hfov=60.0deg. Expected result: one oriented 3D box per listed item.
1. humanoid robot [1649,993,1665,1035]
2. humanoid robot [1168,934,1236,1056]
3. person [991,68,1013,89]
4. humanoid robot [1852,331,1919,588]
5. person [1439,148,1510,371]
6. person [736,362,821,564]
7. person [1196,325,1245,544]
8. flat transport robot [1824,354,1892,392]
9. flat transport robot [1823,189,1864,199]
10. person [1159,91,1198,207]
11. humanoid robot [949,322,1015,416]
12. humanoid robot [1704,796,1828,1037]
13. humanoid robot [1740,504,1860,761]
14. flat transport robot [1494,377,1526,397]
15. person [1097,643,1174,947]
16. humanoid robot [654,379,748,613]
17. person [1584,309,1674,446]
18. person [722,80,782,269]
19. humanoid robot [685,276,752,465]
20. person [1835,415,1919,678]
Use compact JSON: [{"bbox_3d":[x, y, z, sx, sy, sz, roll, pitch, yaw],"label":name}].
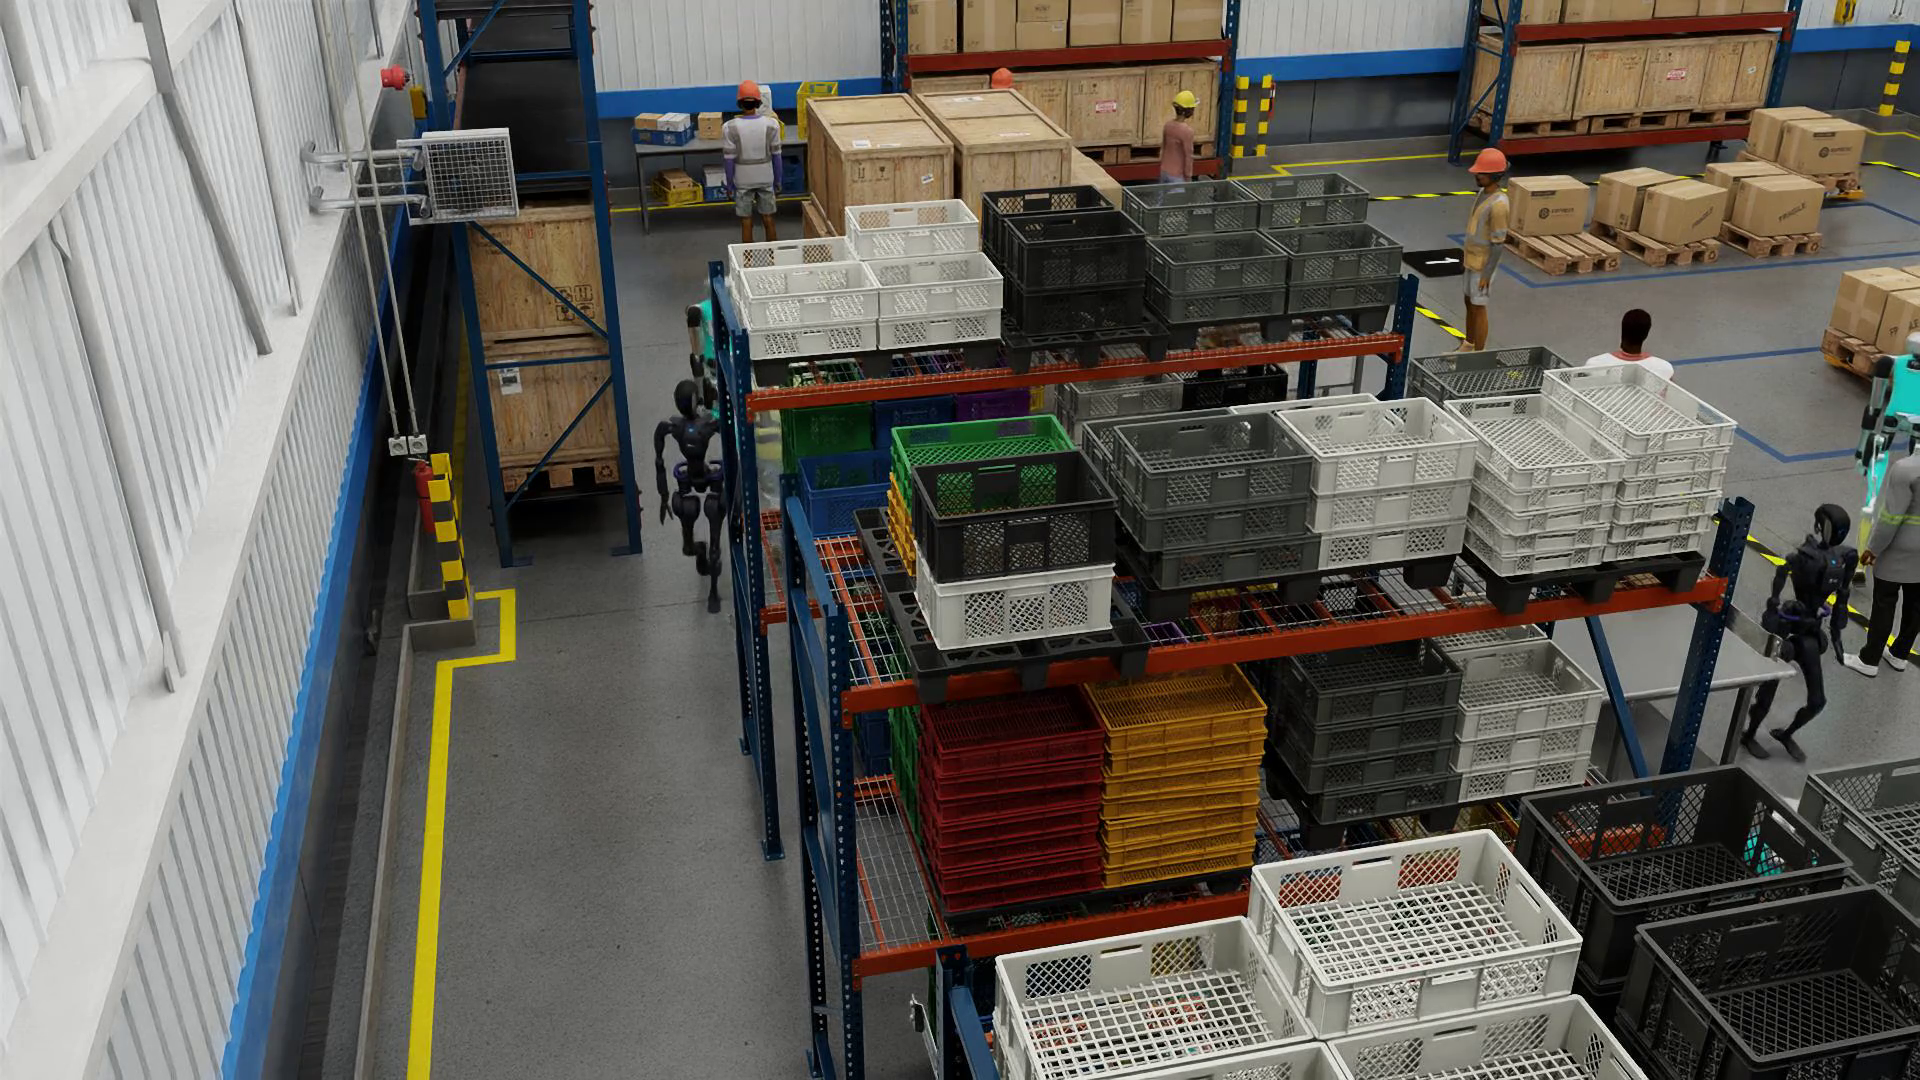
[{"bbox_3d":[2.555,2.279,6.205,0.369,1.643,0.593,-6,28,-11],"label":"humanoid robot"},{"bbox_3d":[0.695,2.242,6.293,0.853,1.853,0.556,-7,29,-13],"label":"humanoid robot"},{"bbox_3d":[0.455,-4.207,18.250,0.545,1.928,0.381,-3,28,-6],"label":"person"},{"bbox_3d":[6.404,-0.458,11.407,0.546,1.770,1.025,14,31,25],"label":"humanoid robot"},{"bbox_3d":[4.617,-2.480,14.853,0.379,2.040,0.614,0,28,1],"label":"person"},{"bbox_3d":[-1.228,-0.635,11.592,0.648,1.815,0.569,-14,31,-25],"label":"person"},{"bbox_3d":[1.814,-0.690,11.716,0.933,1.804,0.521,-12,30,-22],"label":"person"},{"bbox_3d":[8.473,-1.467,14.800,0.652,0.197,1.431,-6,28,-12],"label":"flat transport robot"},{"bbox_3d":[10.117,-4.279,20.135,1.431,0.197,0.652,-6,28,-12],"label":"flat transport robot"},{"bbox_3d":[2.356,-3.958,17.961,0.342,1.759,0.531,-11,30,-21],"label":"person"},{"bbox_3d":[0.163,-1.223,12.647,0.533,1.677,0.735,2,28,3],"label":"humanoid robot"},{"bbox_3d":[3.474,1.765,7.203,0.567,1.834,0.809,15,31,26],"label":"humanoid robot"},{"bbox_3d":[4.784,0.537,9.516,0.585,1.643,0.378,-8,29,-14],"label":"humanoid robot"},{"bbox_3d":[4.780,-1.036,14.013,0.659,0.231,1.431,-6,28,-12],"label":"flat transport robot"},{"bbox_3d":[0.883,1.252,8.088,0.492,1.742,0.318,21,35,35],"label":"person"},{"bbox_3d":[-1.728,-0.356,11.233,0.601,1.637,0.606,-1,28,-2],"label":"humanoid robot"},{"bbox_3d":[4.557,-0.678,11.579,0.579,1.911,0.394,8,29,15],"label":"person"},{"bbox_3d":[-2.136,-3.718,17.200,0.606,2.043,0.376,-9,29,-16],"label":"person"},{"bbox_3d":[-1.664,-0.980,12.474,0.538,1.877,0.842,-13,31,-24],"label":"humanoid robot"},{"bbox_3d":[5.895,-0.003,10.358,0.588,1.849,0.395,-7,29,-13],"label":"person"}]
